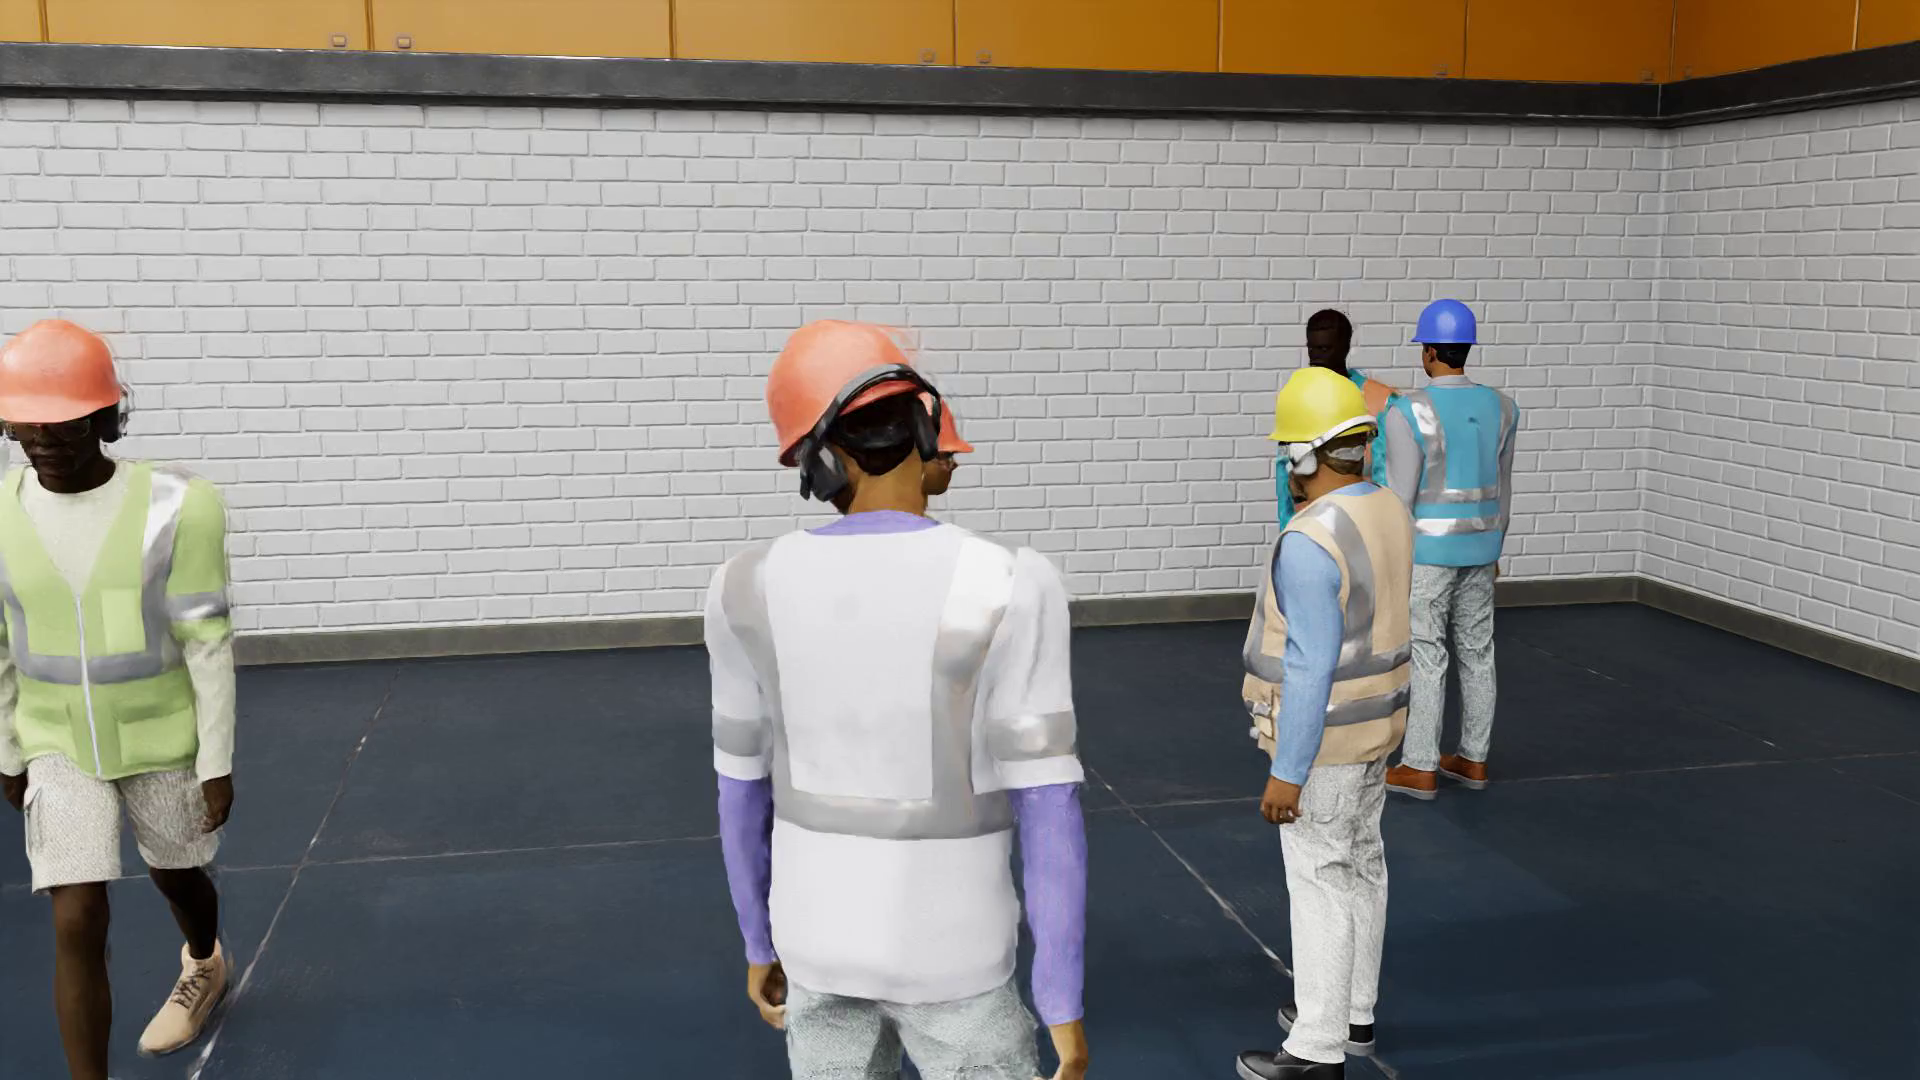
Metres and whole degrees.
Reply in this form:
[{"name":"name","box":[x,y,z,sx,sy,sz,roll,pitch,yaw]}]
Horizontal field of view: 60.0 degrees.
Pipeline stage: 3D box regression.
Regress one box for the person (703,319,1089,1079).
[{"name":"person","box":[-0.069,0.653,2.654,0.734,1.990,0.521,4,10,21]}]

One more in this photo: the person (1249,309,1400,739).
[{"name":"person","box":[1.589,-0.049,7.242,0.614,1.878,0.898,6,11,34]}]

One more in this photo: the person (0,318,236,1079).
[{"name":"person","box":[-2.020,0.449,4.000,0.601,1.979,1.051,-2,10,-11]}]

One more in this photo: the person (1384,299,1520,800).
[{"name":"person","box":[1.885,0.041,6.507,0.605,1.949,0.402,-4,10,-23]}]

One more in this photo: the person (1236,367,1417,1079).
[{"name":"person","box":[0.911,0.482,4.193,0.404,1.827,0.588,6,11,34]}]
